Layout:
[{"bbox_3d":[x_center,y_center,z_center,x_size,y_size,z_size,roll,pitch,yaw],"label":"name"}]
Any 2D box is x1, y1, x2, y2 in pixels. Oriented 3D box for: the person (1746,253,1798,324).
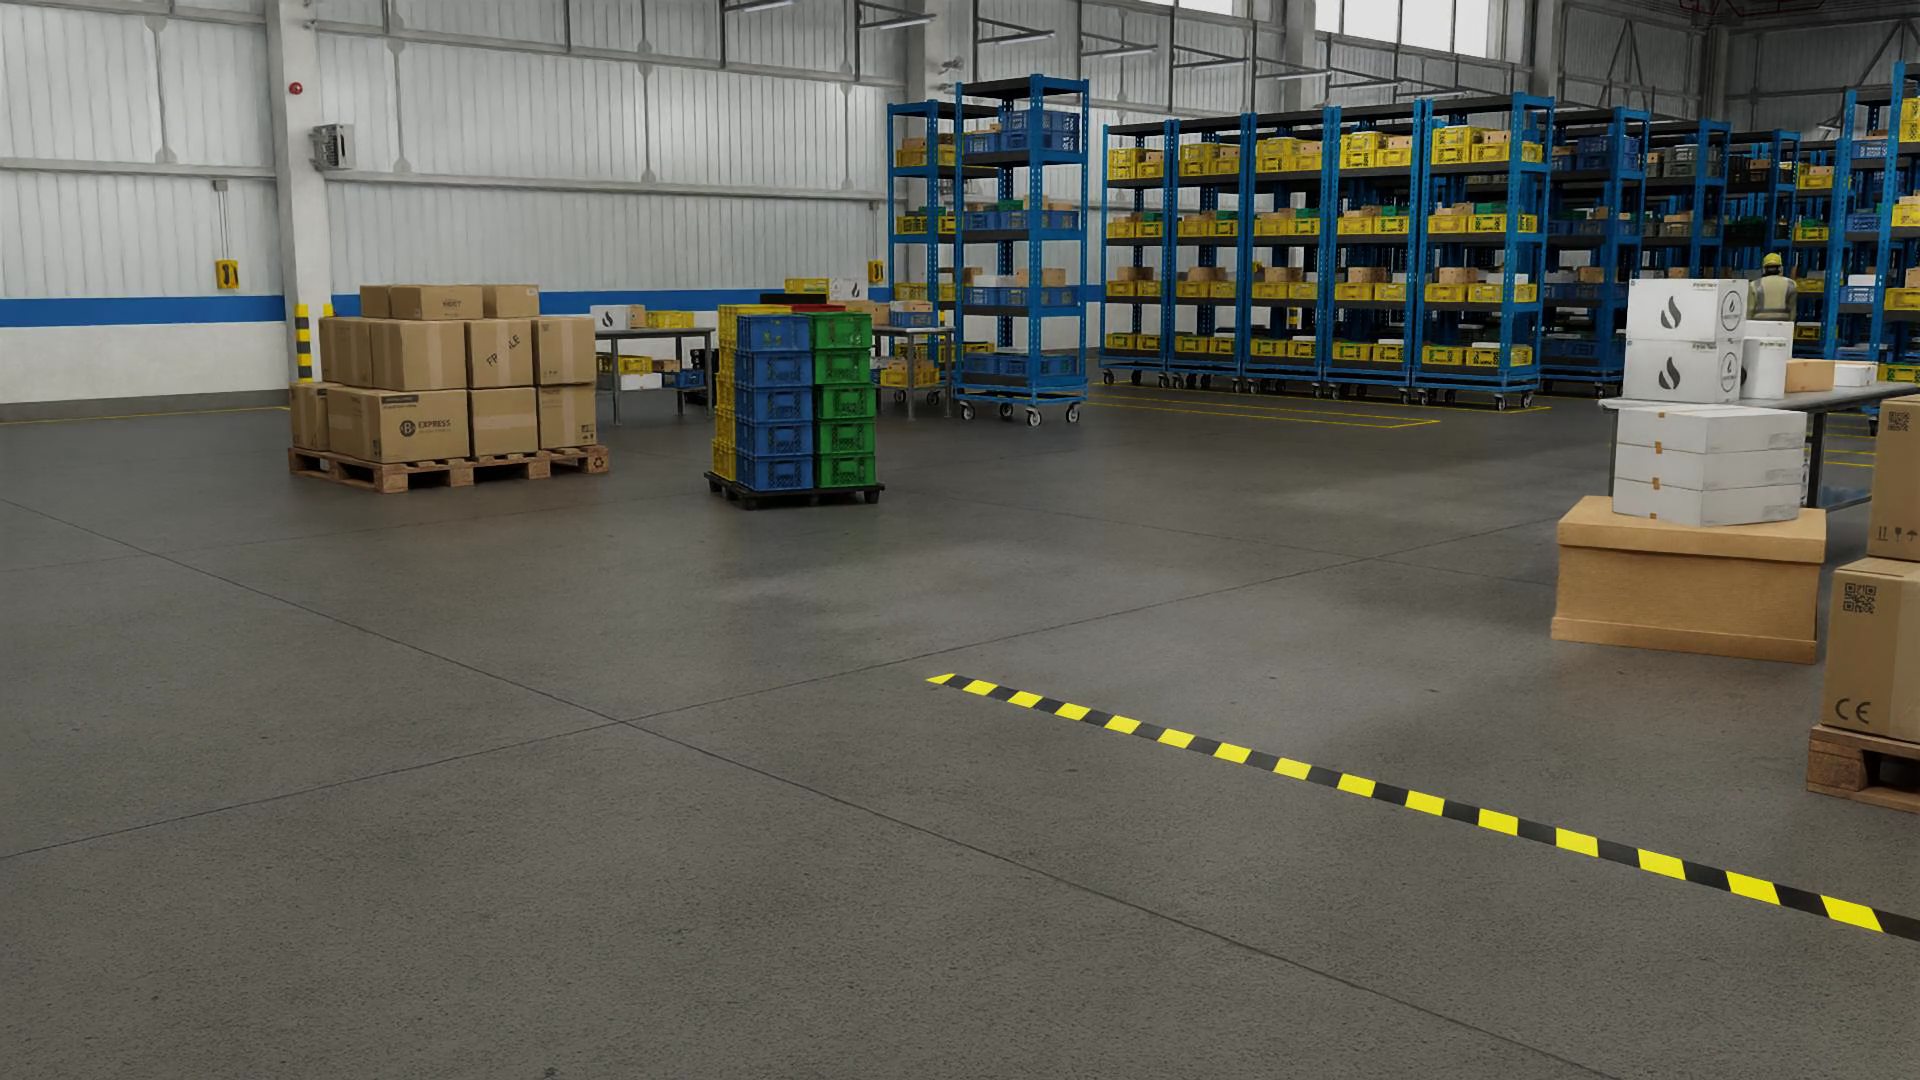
[{"bbox_3d":[9.925,-2.598,20.411,0.588,1.822,0.403,2,10,9],"label":"person"}]
